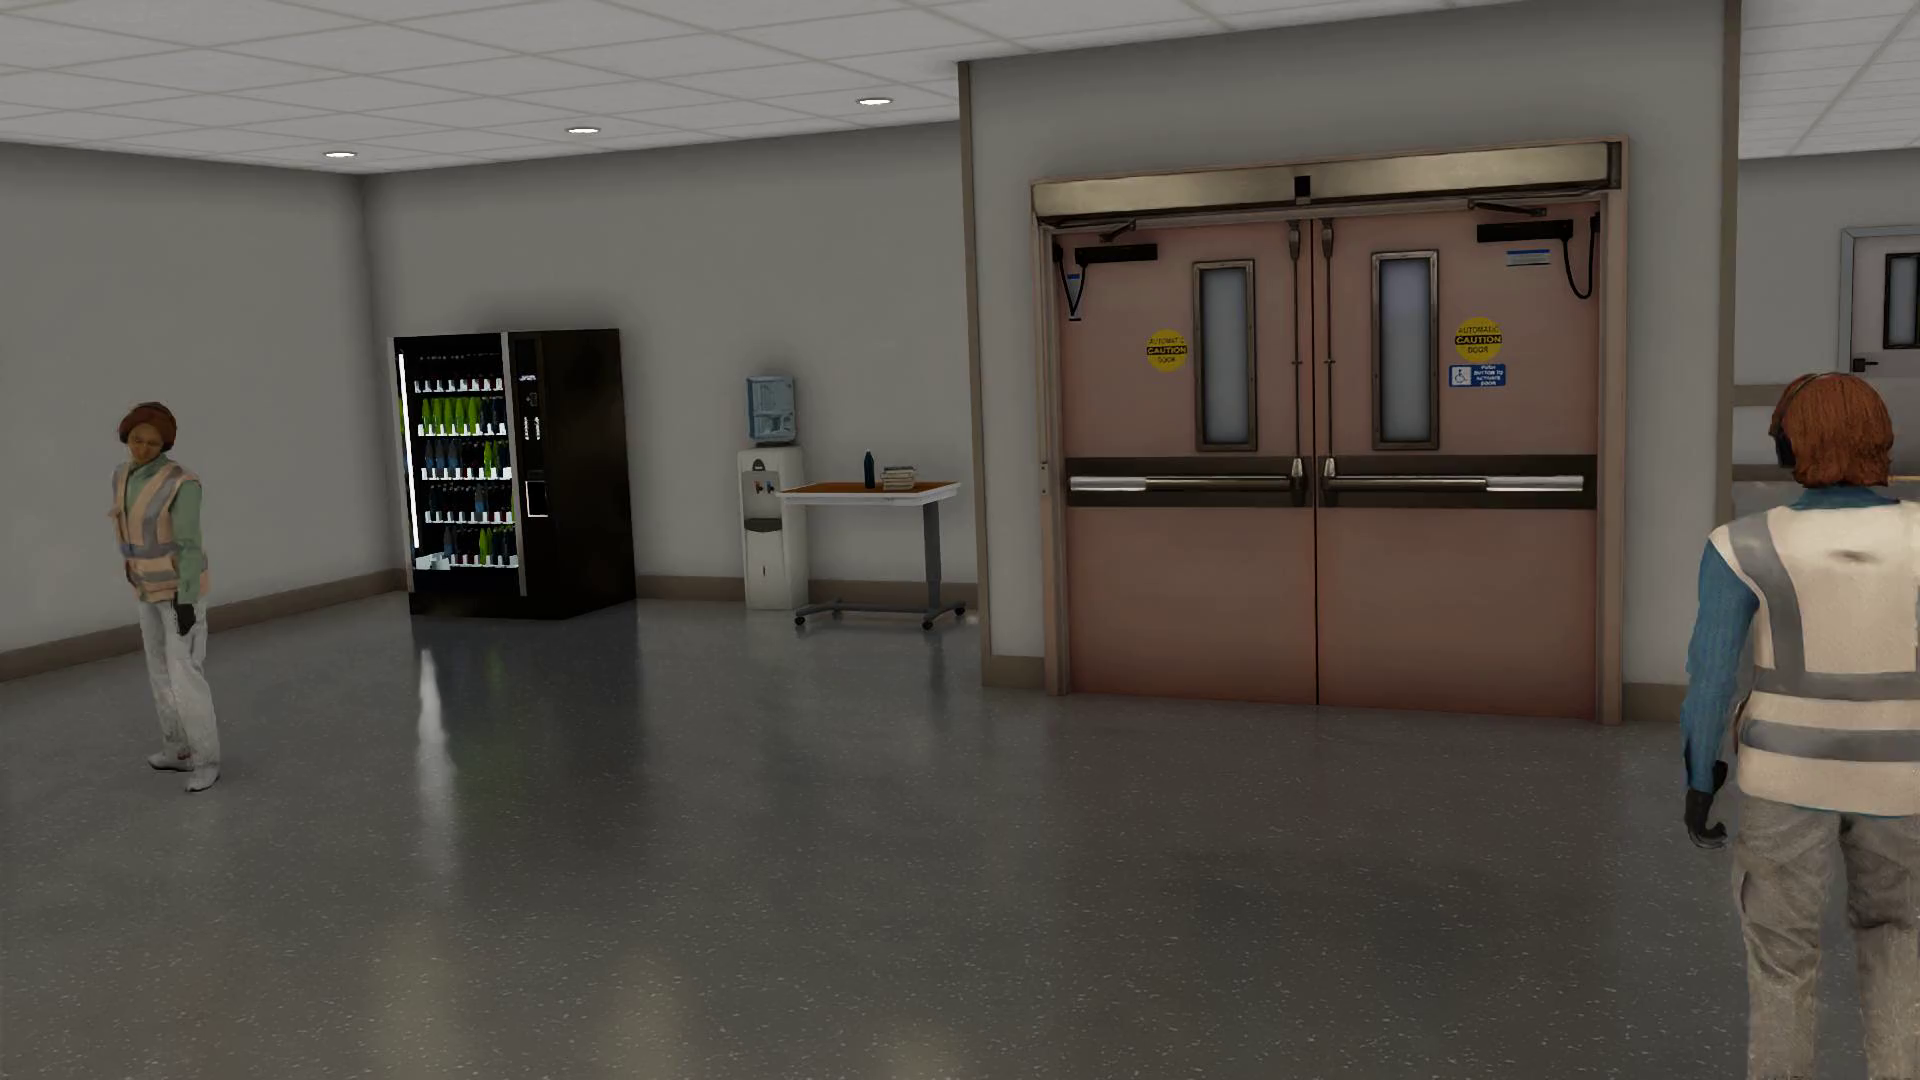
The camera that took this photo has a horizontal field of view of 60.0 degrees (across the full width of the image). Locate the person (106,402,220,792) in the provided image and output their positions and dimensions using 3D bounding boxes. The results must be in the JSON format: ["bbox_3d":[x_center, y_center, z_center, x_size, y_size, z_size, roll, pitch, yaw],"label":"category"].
[{"bbox_3d":[-3.299,0.231,6.873,0.666,1.605,0.370,3,9,36],"label":"person"}]

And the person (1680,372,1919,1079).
[{"bbox_3d":[1.697,0.491,3.241,0.557,1.630,0.346,-1,8,12],"label":"person"}]
